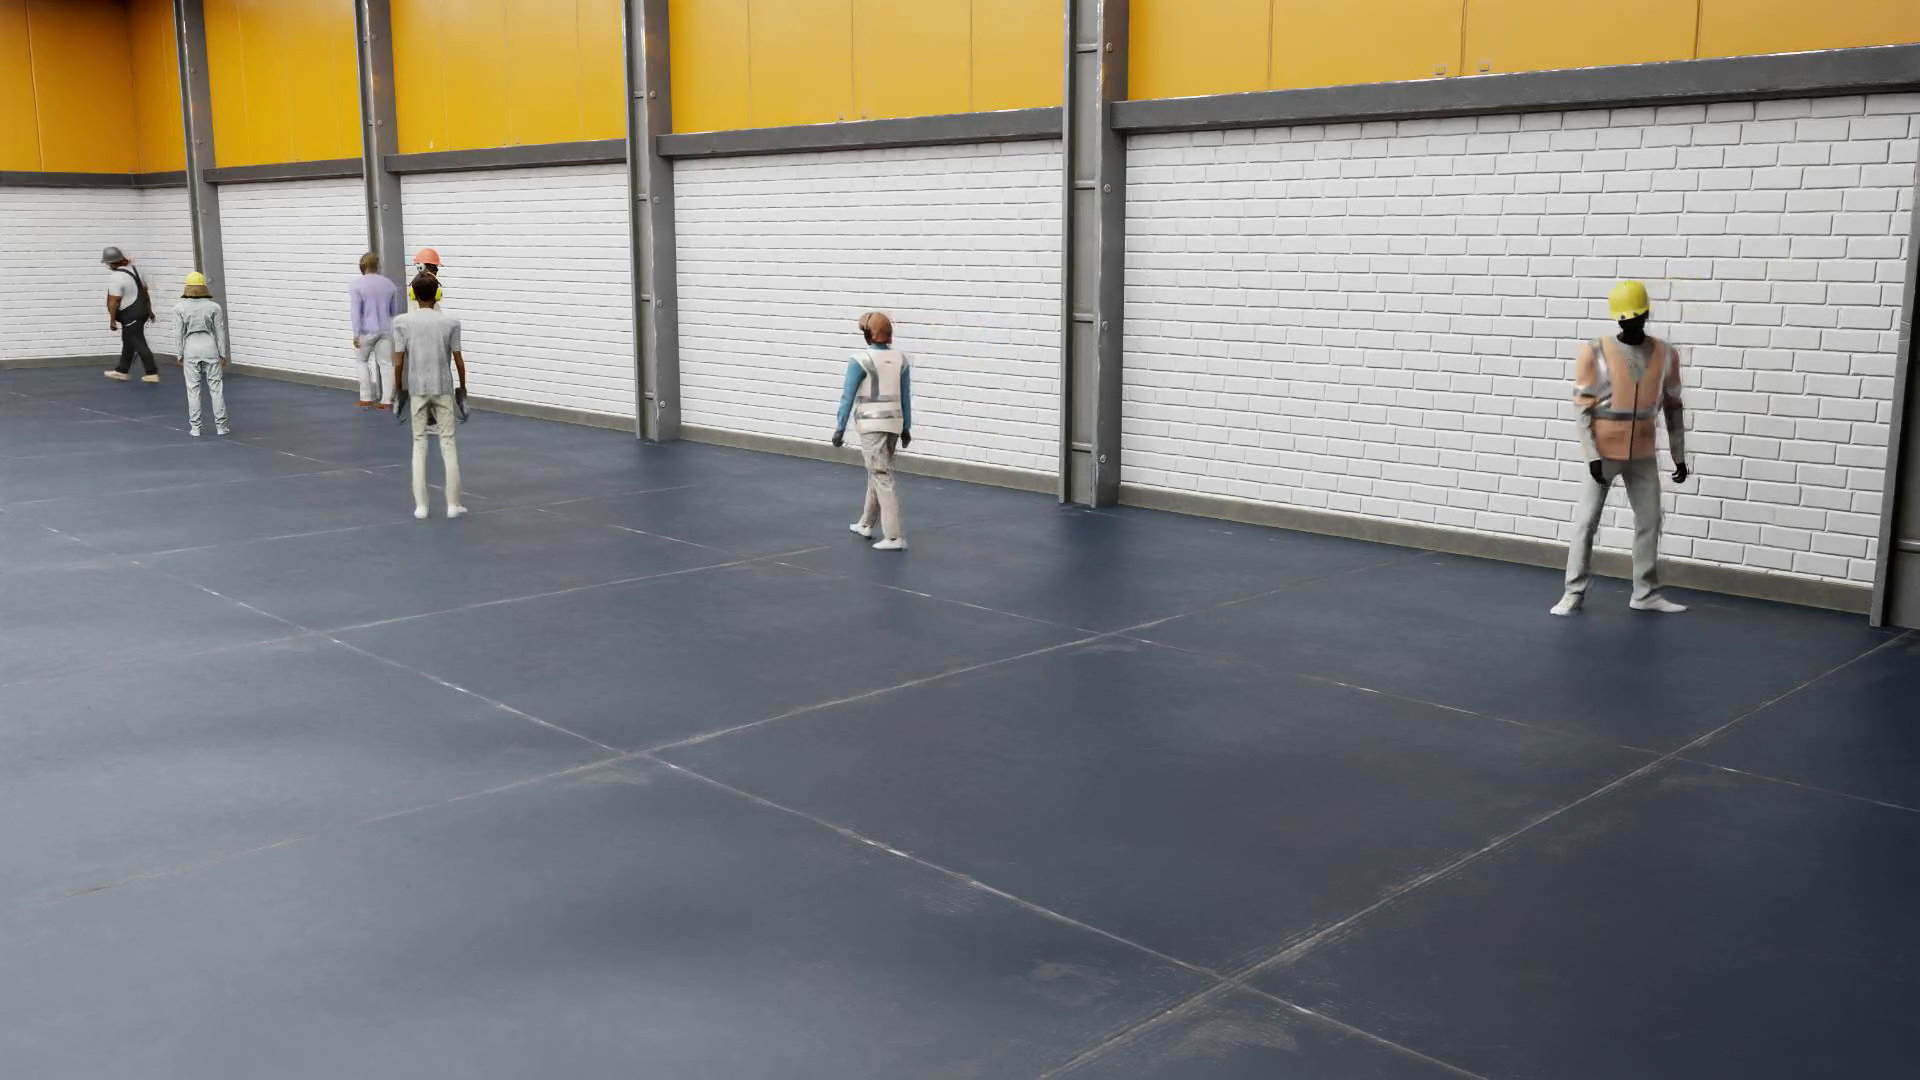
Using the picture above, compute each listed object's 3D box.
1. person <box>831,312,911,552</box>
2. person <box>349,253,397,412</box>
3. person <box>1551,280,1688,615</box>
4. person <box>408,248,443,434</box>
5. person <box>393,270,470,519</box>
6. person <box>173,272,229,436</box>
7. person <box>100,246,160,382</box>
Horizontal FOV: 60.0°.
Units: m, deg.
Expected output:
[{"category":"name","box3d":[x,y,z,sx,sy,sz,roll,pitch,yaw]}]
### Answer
[{"category":"person","box3d":[-0.635,-0.744,11.368,0.776,1.607,0.531,9,14,42]},{"category":"person","box3d":[-7.158,-2.516,20.206,0.756,1.909,0.655,9,14,40]},{"category":"person","box3d":[3.771,-0.489,9.290,0.746,1.905,0.381,0,10,-3]},{"category":"person","box3d":[-5.740,-2.143,17.965,0.392,1.991,0.612,-3,11,-17]},{"category":"person","box3d":[-3.990,-1.091,12.562,0.534,1.868,0.311,-2,11,-11]},{"category":"person","box3d":[-8.125,-1.989,17.809,0.492,1.741,0.319,-4,11,-23]},{"category":"person","box3d":[-12.155,-3.310,24.192,0.908,2.000,0.761,0,10,-3]}]
